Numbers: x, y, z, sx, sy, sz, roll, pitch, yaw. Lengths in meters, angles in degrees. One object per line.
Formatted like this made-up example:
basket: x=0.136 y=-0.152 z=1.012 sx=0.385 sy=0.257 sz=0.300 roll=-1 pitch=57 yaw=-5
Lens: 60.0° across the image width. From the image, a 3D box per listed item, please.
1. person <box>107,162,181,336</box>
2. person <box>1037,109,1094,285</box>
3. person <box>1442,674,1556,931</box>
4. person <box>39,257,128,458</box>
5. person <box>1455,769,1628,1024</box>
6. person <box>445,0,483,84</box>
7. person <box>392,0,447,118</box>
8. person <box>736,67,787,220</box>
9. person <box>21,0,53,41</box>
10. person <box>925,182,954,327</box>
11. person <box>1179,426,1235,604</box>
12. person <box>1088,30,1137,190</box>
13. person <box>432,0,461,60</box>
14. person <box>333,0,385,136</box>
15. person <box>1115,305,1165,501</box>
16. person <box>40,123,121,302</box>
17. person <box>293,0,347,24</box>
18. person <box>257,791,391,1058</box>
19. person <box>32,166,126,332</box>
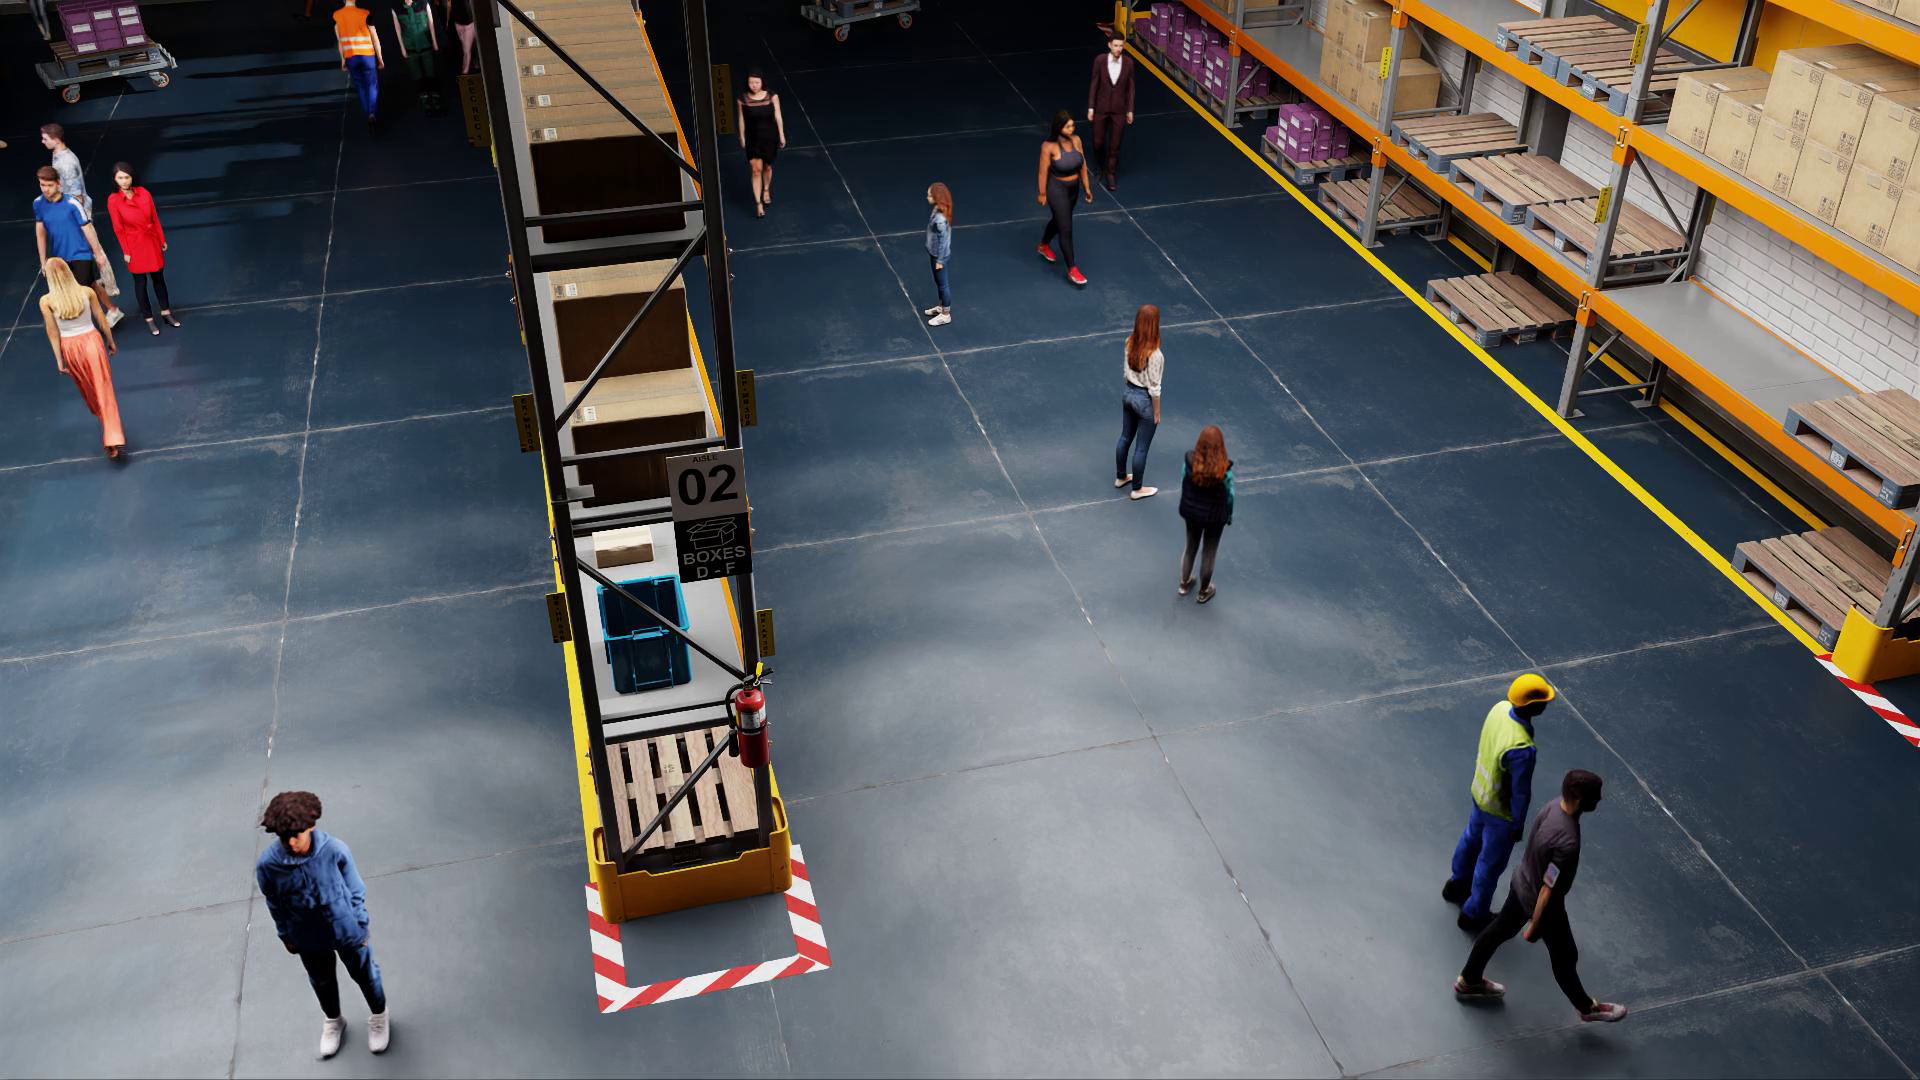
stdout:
person: x=-8.079 y=-2.891 z=16.424 sx=0.778 sy=1.749 sz=0.734 roll=25 pitch=41 yaw=32
person: x=1.039 y=-3.695 z=17.616 sx=0.982 sy=1.767 sz=1.288 roll=-23 pitch=40 yaw=-31
person: x=3.154 y=1.510 z=9.746 sx=0.758 sy=1.812 sz=0.571 roll=-2 pitch=34 yaw=-3
person: x=-7.551 y=-1.545 z=14.400 sx=0.831 sy=1.747 sz=1.343 roll=-16 pitch=37 yaw=-23
person: x=3.105 y=1.959 z=9.159 sx=1.041 sy=1.713 sz=1.169 roll=6 pitch=34 yaw=10
person: x=-6.796 y=-7.124 z=22.994 sx=0.881 sy=1.526 sz=1.002 roll=12 pitch=36 yaw=18
person: x=-7.071 y=-6.449 z=21.704 sx=0.637 sy=1.829 sz=0.650 roll=-11 pitch=35 yaw=-16
person: x=-2.277 y=-4.581 z=19.033 sx=0.695 sy=1.676 sz=0.989 roll=-7 pitch=34 yaw=-10
person: x=-13.760 y=-8.111 z=24.700 sx=0.624 sy=1.282 sz=0.939 roll=-15 pitch=37 yaw=-21
person: x=-0.193 y=-2.877 z=16.648 sx=0.654 sy=1.478 sz=0.485 roll=-3 pitch=34 yaw=-5
person: x=1.856 y=-0.188 z=12.583 sx=0.709 sy=1.500 sz=0.770 roll=19 pitch=38 yaw=26
person: x=1.775 y=-5.117 z=19.676 sx=0.815 sy=1.857 sz=0.858 roll=1 pitch=34 yaw=1
person: x=-7.399 y=-7.825 z=23.817 sx=0.756 sy=1.781 sz=0.644 roll=2 pitch=34 yaw=2
person: x=-7.622 y=-6.080 z=21.131 sx=0.763 sy=1.849 sz=1.157 roll=-4 pitch=34 yaw=-7
person: x=1.494 y=-1.157 z=13.834 sx=0.694 sy=1.728 sz=0.552 roll=-21 pitch=39 yaw=-28
person: x=-9.037 y=-3.381 z=17.073 sx=0.762 sy=1.847 sz=0.567 roll=-17 pitch=37 yaw=-24
person: x=-9.547 y=-8.623 z=25.107 sx=0.910 sy=1.683 sz=1.199 roll=1 pitch=34 yaw=2
person: x=-3.405 y=2.047 z=8.942 sx=0.672 sy=1.807 sz=0.566 roll=-6 pitch=34 yaw=-9
person: x=-8.575 y=-2.792 z=16.217 sx=1.020 sy=1.812 sz=1.364 roll=4 pitch=34 yaw=6
